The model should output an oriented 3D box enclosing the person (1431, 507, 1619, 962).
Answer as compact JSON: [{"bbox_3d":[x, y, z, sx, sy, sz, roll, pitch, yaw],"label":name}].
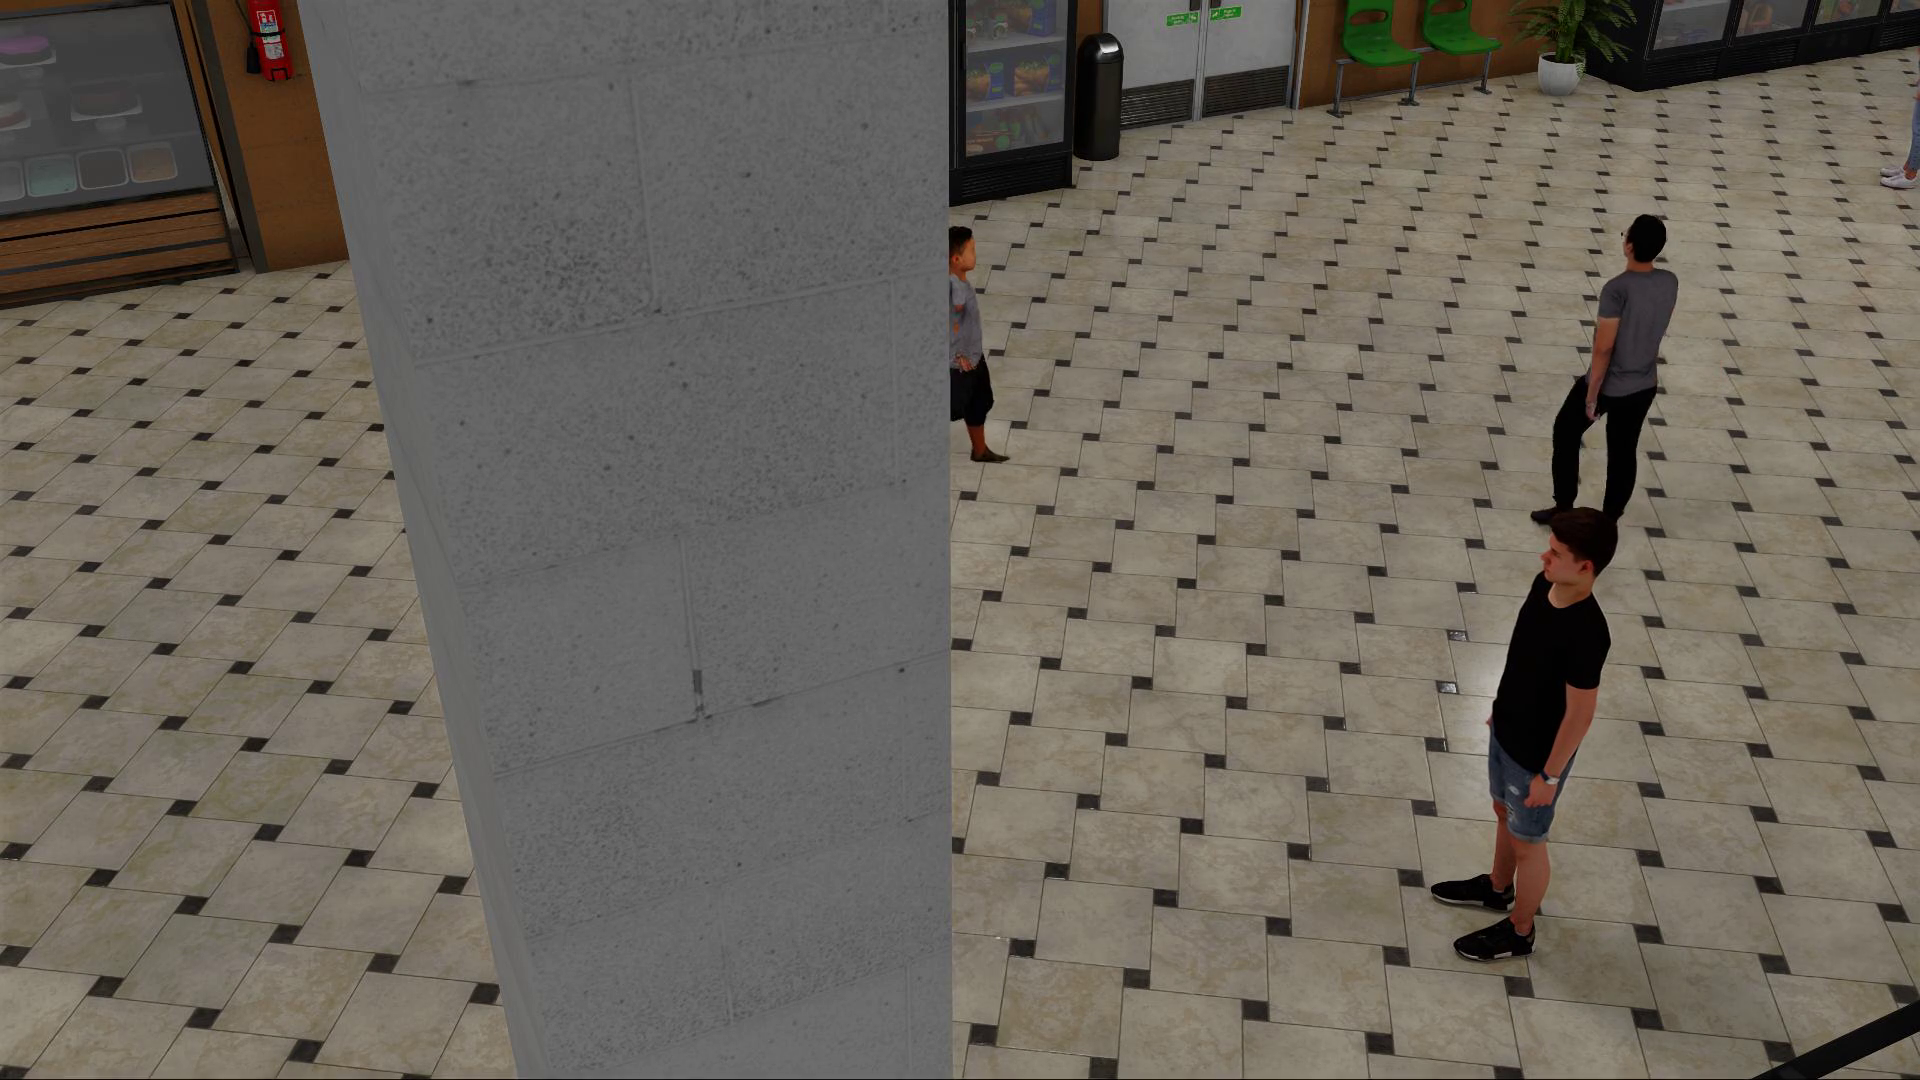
[{"bbox_3d":[2.033,0.692,5.854,0.802,1.847,0.639,-1,32,-2],"label":"person"}]

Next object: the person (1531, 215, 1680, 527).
[{"bbox_3d":[3.311,-0.733,8.245,0.642,1.741,0.668,-10,33,-15],"label":"person"}]
